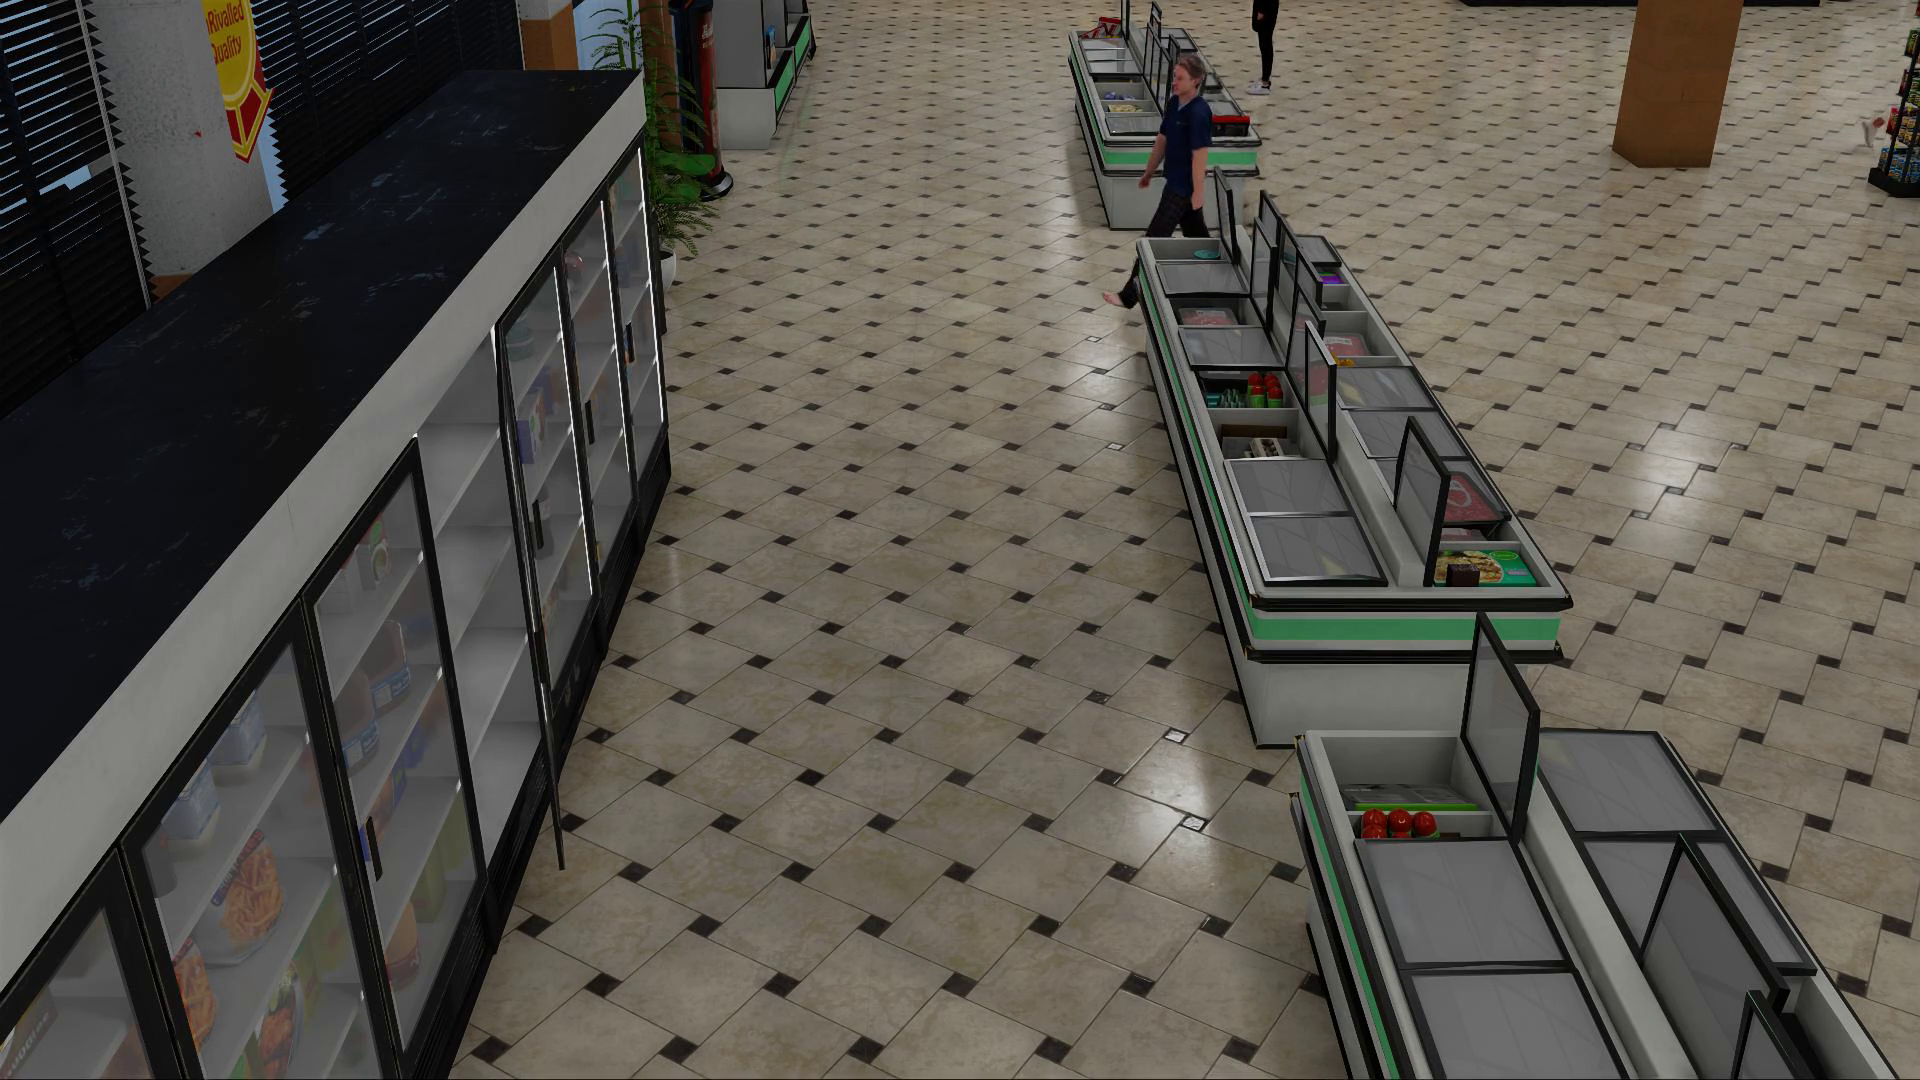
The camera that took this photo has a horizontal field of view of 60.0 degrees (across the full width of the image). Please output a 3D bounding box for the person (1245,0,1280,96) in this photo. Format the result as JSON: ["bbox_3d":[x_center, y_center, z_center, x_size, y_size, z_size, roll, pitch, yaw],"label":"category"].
[{"bbox_3d":[3.430,-5.907,18.550,0.725,1.803,0.565,8,28,16],"label":"person"}]

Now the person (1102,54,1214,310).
[{"bbox_3d":[1.675,-2.483,11.785,0.843,1.816,1.105,-2,27,-4],"label":"person"}]
